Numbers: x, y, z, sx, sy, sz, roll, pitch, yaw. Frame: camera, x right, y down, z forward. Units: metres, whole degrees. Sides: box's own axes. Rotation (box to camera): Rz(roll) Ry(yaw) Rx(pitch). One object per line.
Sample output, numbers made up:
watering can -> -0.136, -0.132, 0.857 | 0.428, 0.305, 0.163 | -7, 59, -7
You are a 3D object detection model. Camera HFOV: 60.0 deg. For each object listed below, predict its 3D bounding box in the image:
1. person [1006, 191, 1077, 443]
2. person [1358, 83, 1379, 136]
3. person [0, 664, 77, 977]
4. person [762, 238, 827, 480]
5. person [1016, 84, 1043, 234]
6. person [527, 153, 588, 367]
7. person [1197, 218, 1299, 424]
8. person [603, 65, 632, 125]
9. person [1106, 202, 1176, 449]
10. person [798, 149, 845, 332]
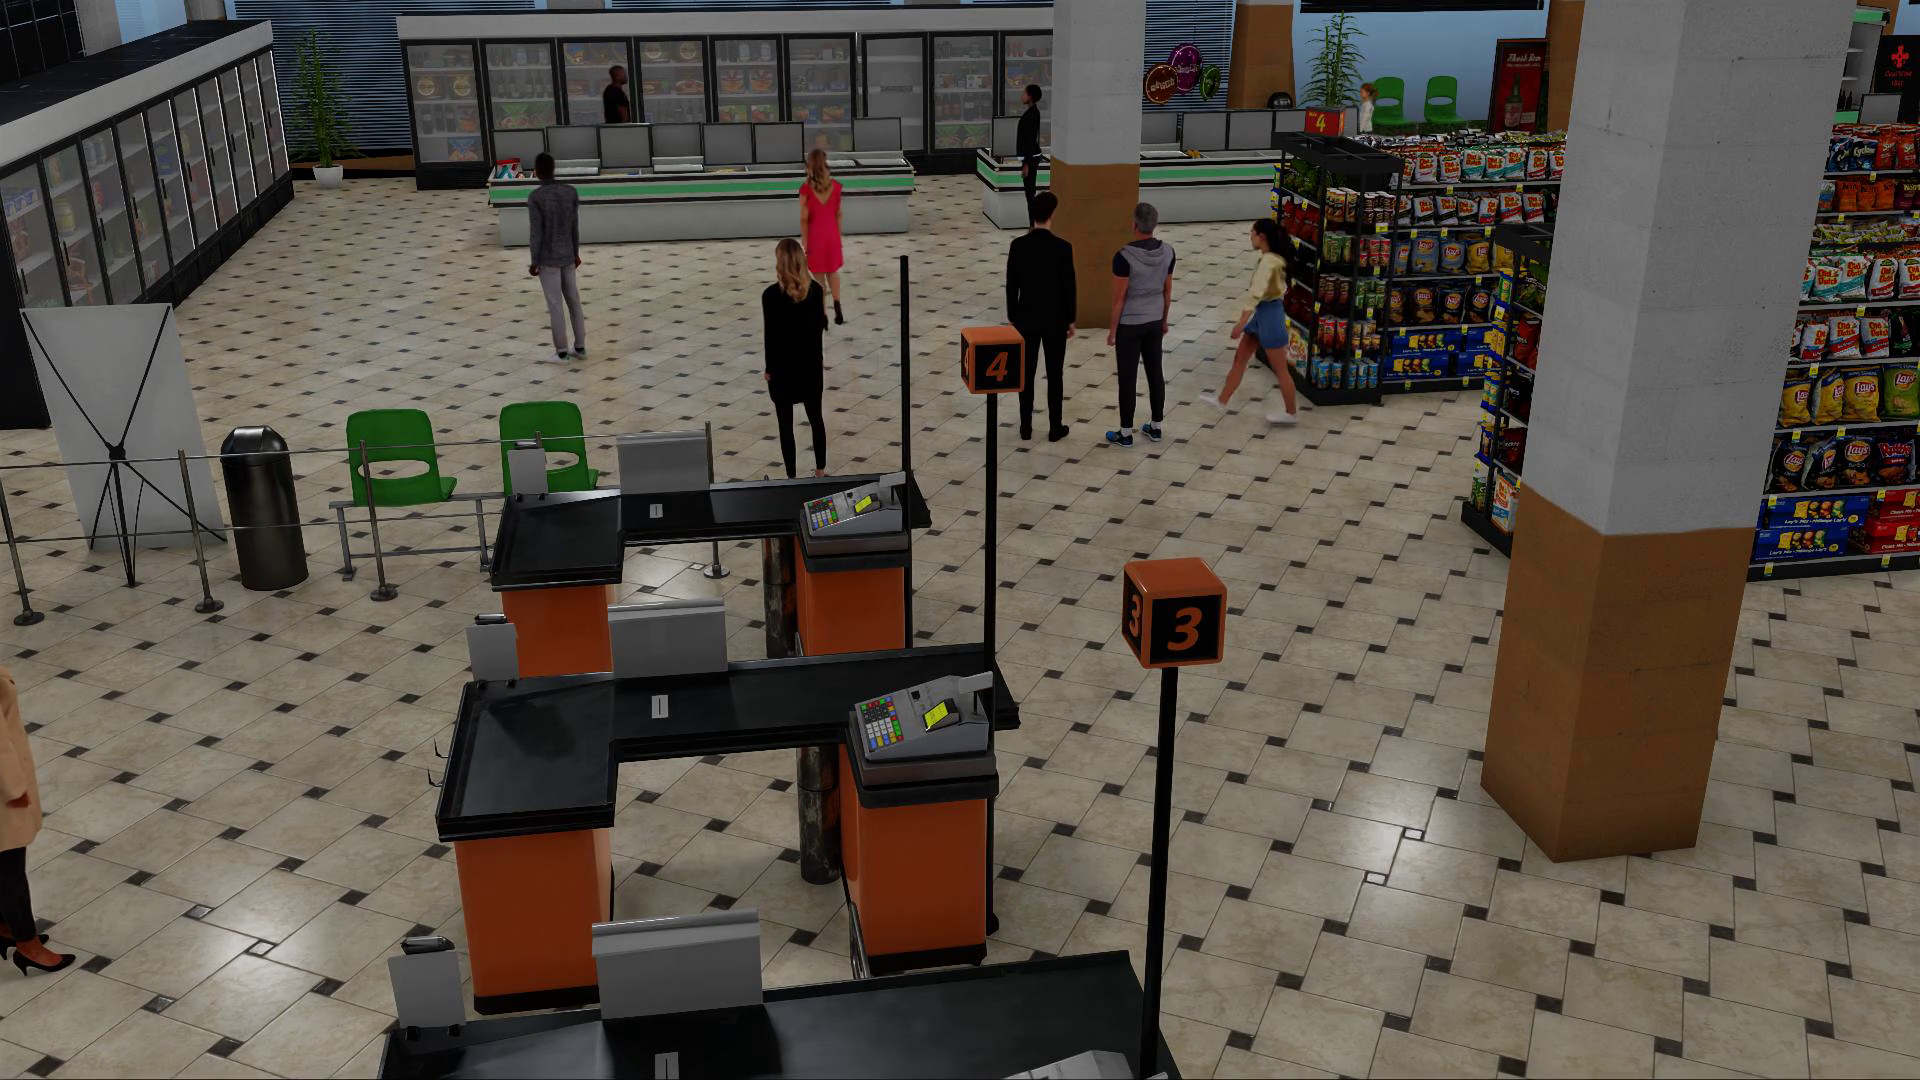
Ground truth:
person -> 0.616, -1.681, 12.578 | 0.707, 1.894, 0.841 | 6, 23, 14
person -> 5.833, -5.788, 23.673 | 0.608, 1.242, 0.522 | 0, 22, 0
person -> -3.755, 0.911, 6.412 | 0.718, 1.682, 0.734 | 20, 30, 41
person -> -1.134, -1.179, 11.454 | 0.576, 1.800, 0.729 | -14, 26, -30
person -> 0.815, -4.348, 19.295 | 0.616, 1.834, 0.660 | 3, 22, 7
person -> -3.540, -2.465, 14.608 | 0.818, 1.836, 0.740 | 16, 27, 35
person -> 2.487, -1.658, 12.935 | 1.135, 1.585, 0.899 | 3, 22, 8
person -> -4.425, -5.145, 21.310 | 0.876, 1.812, 0.807 | -11, 25, -26
person -> 1.361, -1.615, 12.502 | 0.638, 1.828, 0.824 | -12, 25, -27
person -> -1.254, -2.770, 15.526 | 0.766, 1.717, 0.732 | -8, 23, -20
